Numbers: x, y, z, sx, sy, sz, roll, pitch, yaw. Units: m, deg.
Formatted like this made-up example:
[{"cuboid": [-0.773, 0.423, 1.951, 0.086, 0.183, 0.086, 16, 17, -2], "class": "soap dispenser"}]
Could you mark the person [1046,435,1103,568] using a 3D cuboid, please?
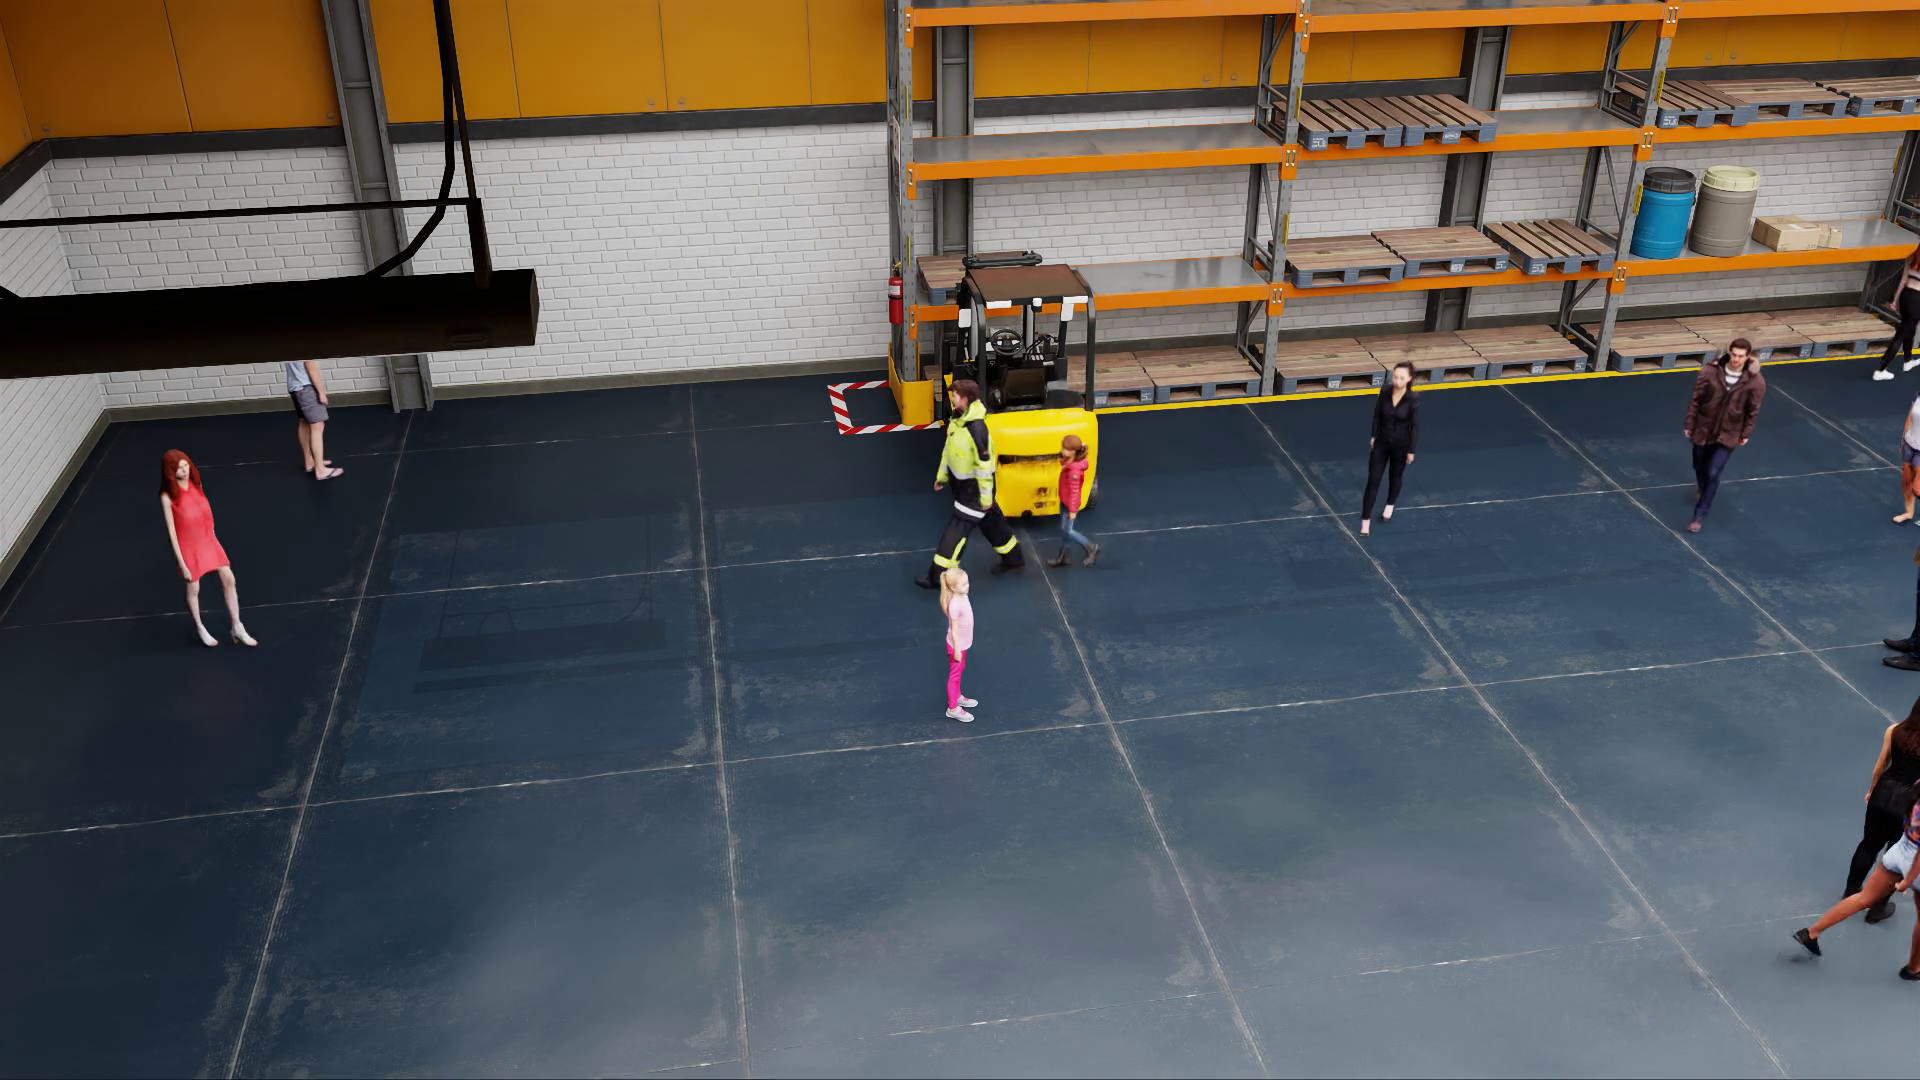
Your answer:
[{"cuboid": [1.039, -0.331, 14.779, 0.721, 1.307, 0.542, -2, 29, -5], "class": "person"}]

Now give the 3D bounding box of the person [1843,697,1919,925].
[{"cuboid": [6.015, 1.707, 10.647, 0.670, 1.686, 0.662, -20, 35, -33], "class": "person"}]

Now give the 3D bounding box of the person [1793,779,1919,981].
[{"cuboid": [5.686, 1.982, 10.121, 1.194, 1.707, 0.770, 2, 29, 3], "class": "person"}]

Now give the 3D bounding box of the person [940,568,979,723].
[{"cuboid": [-0.017, 0.778, 12.783, 0.599, 1.271, 0.557, 6, 29, 10], "class": "person"}]

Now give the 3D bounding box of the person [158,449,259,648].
[{"cuboid": [-6.265, 0.080, 13.505, 0.951, 1.805, 0.869, 13, 31, 22], "class": "person"}]

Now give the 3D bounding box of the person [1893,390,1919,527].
[{"cuboid": [8.983, -0.853, 15.429, 0.705, 1.600, 0.636, -13, 31, -23], "class": "person"}]

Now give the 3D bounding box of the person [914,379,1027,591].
[{"cuboid": [0.205, -0.473, 14.401, 1.332, 1.919, 0.881, -9, 30, -17], "class": "person"}]

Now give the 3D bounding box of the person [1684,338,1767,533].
[{"cuboid": [7.089, -1.042, 15.555, 1.212, 1.812, 1.274, 19, 34, 31], "class": "person"}]

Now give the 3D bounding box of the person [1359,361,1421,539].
[{"cuboid": [4.018, -0.868, 15.381, 1.031, 1.673, 1.050, 16, 32, 26], "class": "person"}]

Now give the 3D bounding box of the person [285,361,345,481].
[{"cuboid": [-6.447, -1.475, 16.331, 0.741, 1.829, 0.768, 24, 37, 37], "class": "person"}]

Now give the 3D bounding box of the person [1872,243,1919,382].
[{"cuboid": [10.489, -2.572, 18.458, 1.030, 1.718, 0.707, -10, 30, -18], "class": "person"}]

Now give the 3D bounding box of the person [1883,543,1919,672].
[{"cuboid": [7.802, 0.166, 13.261, 0.767, 1.887, 0.736, 14, 32, 24], "class": "person"}]
